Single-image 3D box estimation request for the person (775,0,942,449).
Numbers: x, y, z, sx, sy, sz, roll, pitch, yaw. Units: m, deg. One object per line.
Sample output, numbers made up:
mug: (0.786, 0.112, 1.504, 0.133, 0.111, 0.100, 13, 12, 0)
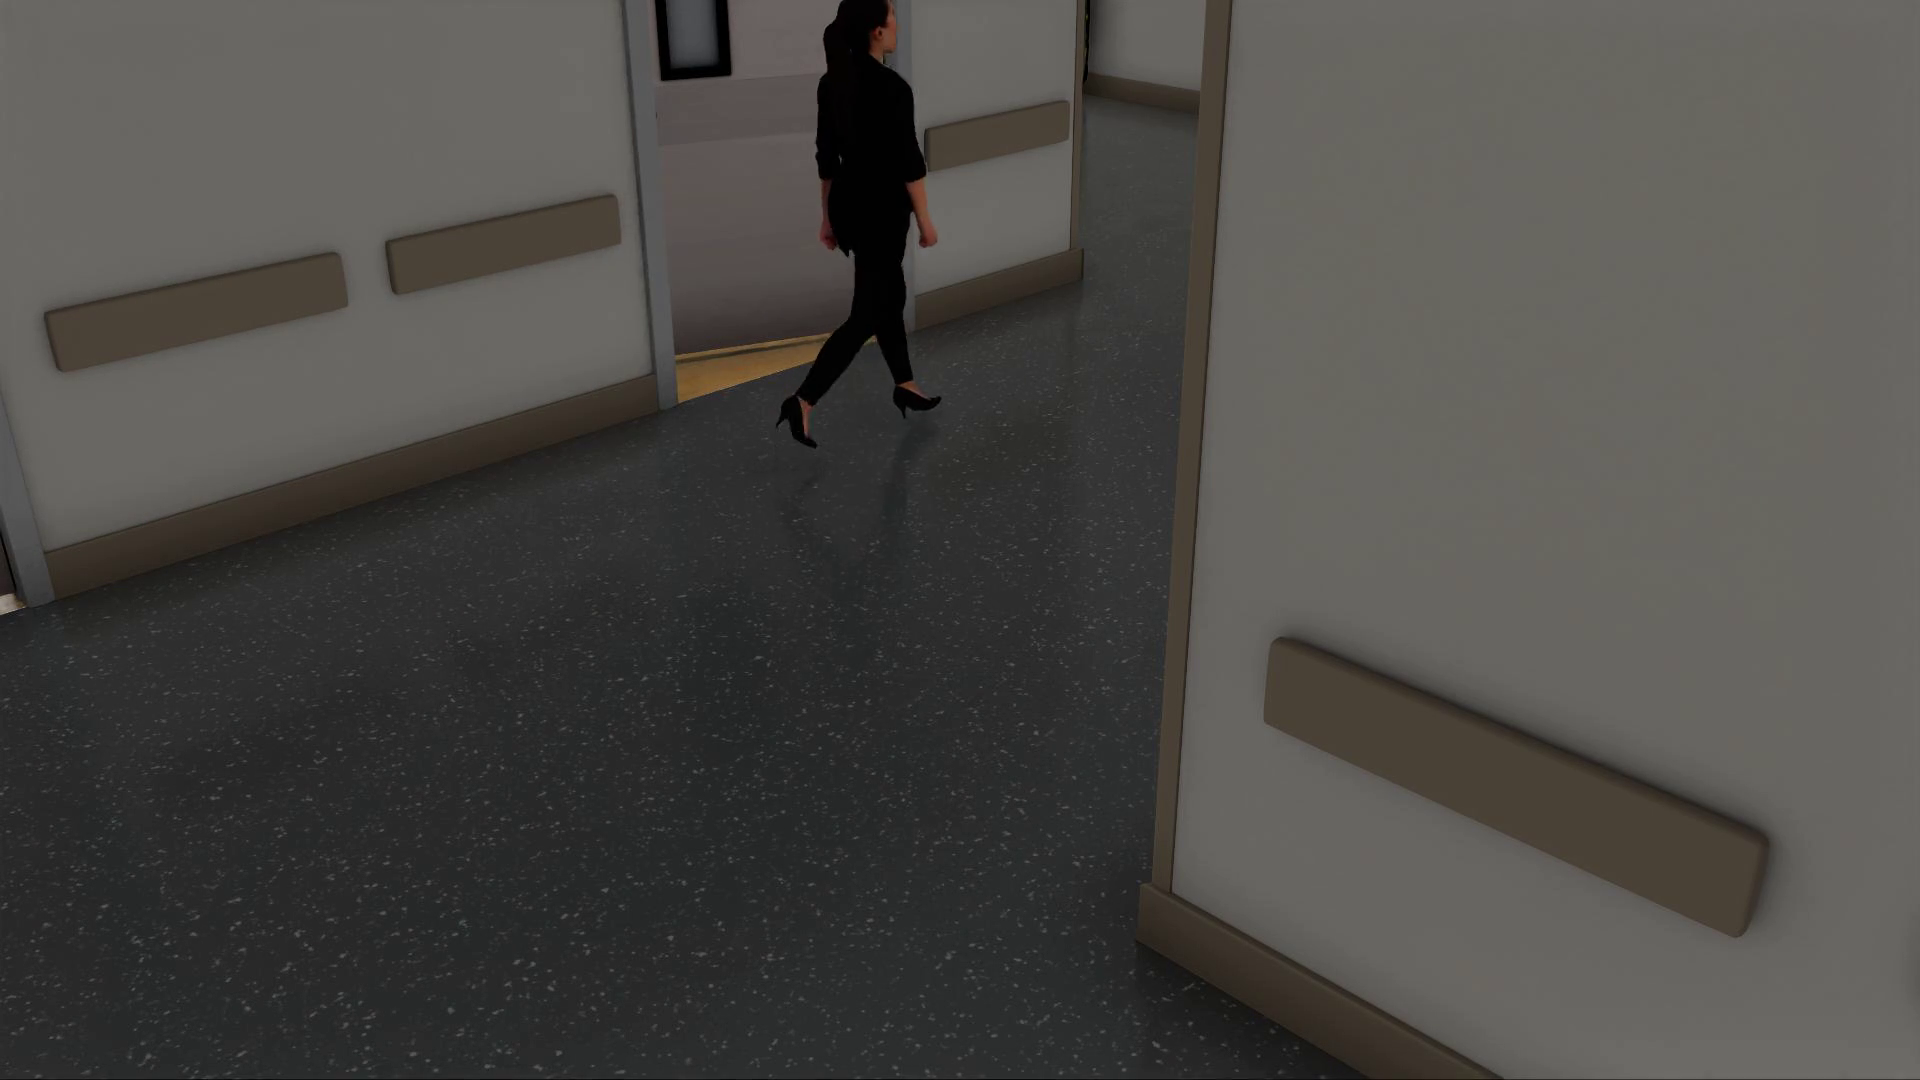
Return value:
person: (-0.383, -1.100, 6.034, 1.082, 1.626, 0.636, -20, 32, -35)
